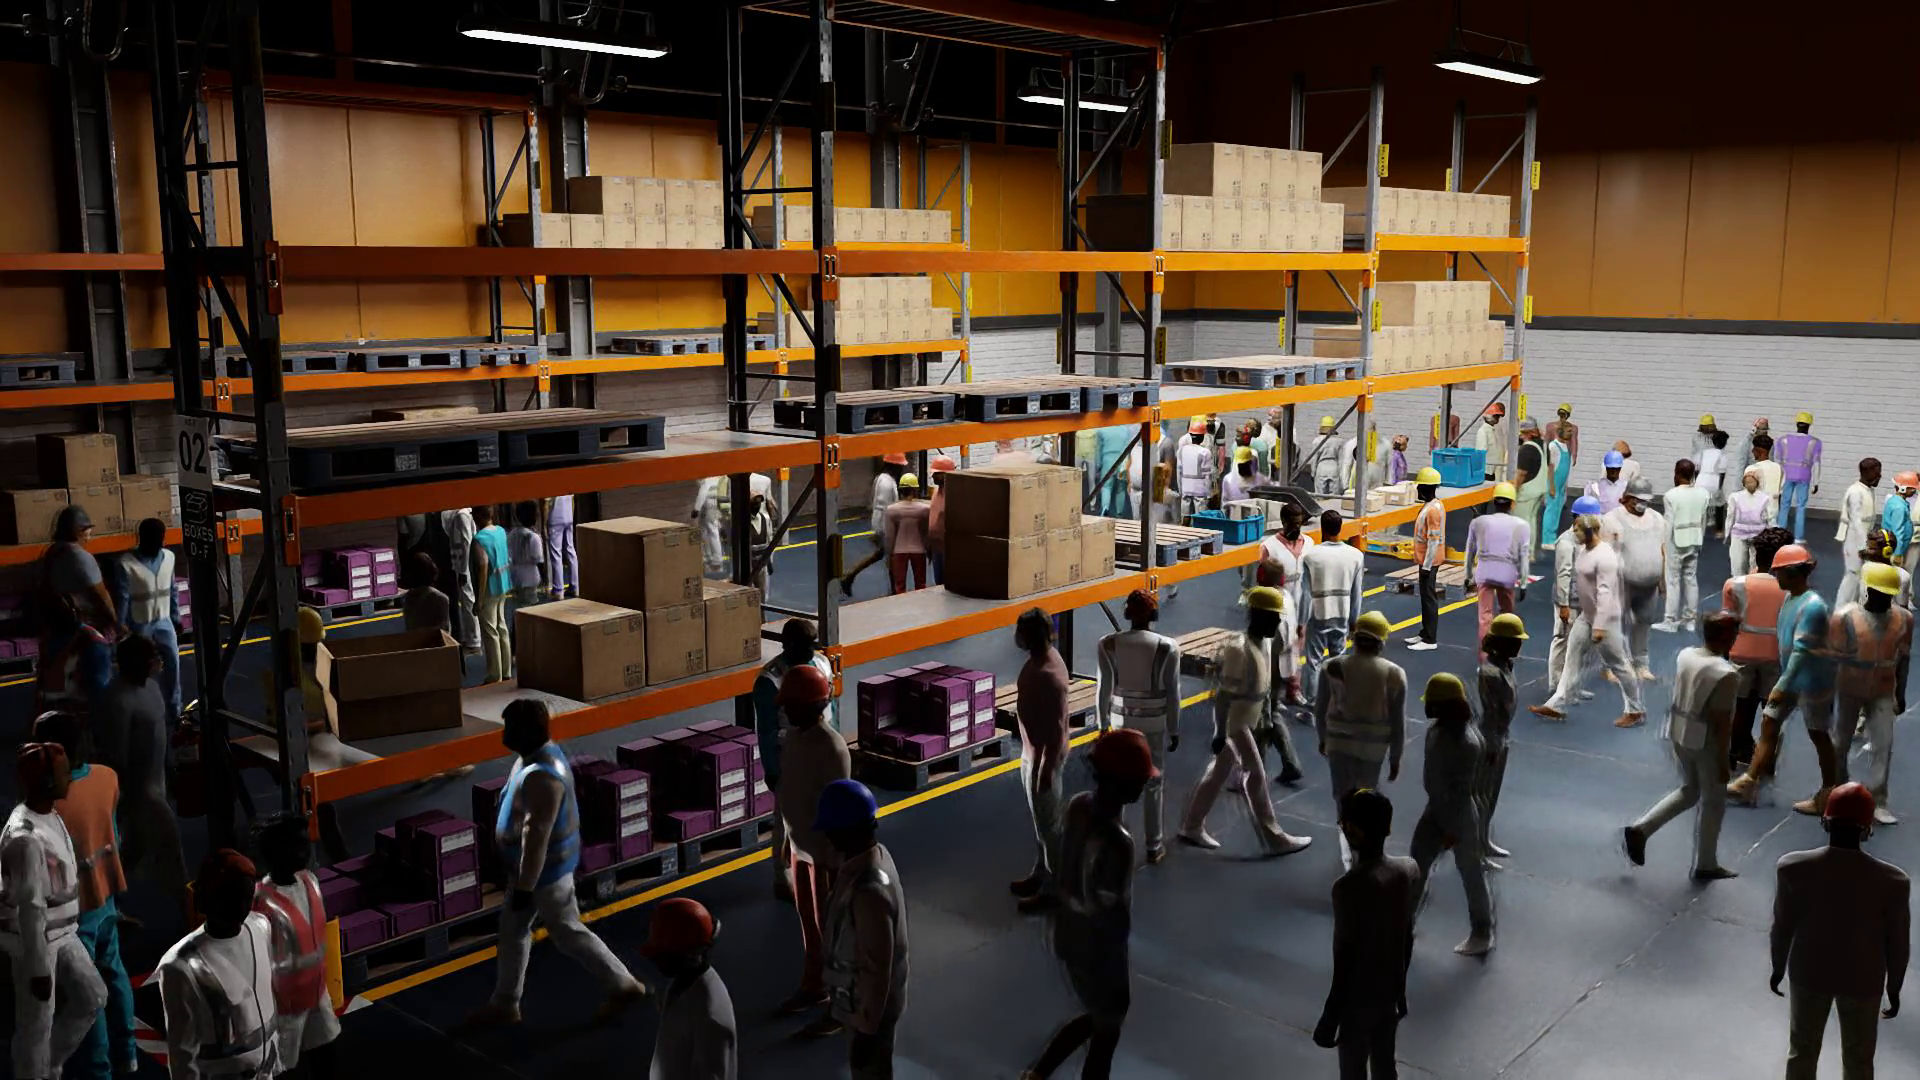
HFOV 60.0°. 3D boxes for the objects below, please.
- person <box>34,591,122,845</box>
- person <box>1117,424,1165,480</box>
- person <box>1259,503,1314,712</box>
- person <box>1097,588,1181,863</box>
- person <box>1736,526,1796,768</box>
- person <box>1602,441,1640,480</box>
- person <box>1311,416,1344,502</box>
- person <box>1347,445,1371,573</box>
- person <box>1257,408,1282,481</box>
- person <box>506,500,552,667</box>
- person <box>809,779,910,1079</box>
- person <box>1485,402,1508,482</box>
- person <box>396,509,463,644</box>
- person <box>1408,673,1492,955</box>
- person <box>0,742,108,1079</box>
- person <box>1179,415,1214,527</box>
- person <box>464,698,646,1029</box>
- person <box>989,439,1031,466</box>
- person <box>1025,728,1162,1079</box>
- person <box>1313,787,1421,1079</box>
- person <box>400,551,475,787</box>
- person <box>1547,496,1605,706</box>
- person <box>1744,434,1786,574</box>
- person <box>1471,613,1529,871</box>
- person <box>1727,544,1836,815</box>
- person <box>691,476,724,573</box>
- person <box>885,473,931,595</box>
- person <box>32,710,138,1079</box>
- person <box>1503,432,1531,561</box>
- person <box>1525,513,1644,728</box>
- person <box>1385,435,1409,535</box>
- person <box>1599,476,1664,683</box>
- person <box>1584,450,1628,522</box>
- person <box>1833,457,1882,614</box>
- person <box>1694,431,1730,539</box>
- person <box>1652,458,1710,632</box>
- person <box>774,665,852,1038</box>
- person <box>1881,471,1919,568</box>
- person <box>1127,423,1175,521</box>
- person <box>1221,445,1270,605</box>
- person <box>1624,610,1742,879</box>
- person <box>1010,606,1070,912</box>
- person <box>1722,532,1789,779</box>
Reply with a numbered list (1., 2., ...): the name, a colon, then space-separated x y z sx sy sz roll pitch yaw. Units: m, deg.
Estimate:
1. person: -6.090 1.250 11.457 0.624 1.835 0.431 5 11 27
2. person: 2.652 -1.027 24.500 0.630 2.007 0.826 7 12 36
3. person: 2.955 0.599 15.120 0.599 1.908 0.396 -6 11 -30
4. person: 1.206 1.254 11.282 0.578 1.880 0.352 3 10 19
5. person: 6.476 0.853 13.413 0.362 1.963 0.613 5 11 27
6. person: 9.142 -0.577 23.037 0.512 1.597 0.756 5 11 27
7. person: 5.560 -1.010 25.226 0.485 1.737 0.321 0 10 -2
8. person: 5.239 -0.421 21.817 0.315 1.698 0.541 1 10 8
9. person: 4.706 -1.040 24.943 0.656 1.893 0.399 -7 12 -37
10. person: -4.302 0.421 16.867 0.803 1.657 0.554 -9 13 -43
11. person: -0.417 1.940 7.012 0.409 1.937 0.602 -1 10 -6
12. person: 9.325 -1.578 28.923 0.284 1.633 0.498 -6 11 -33
13. person: -5.437 0.198 17.106 0.682 2.000 0.535 -5 11 -28
14. person: 2.770 1.612 9.656 0.875 1.697 0.506 -3 10 -19
15. person: -4.216 1.858 7.692 0.428 1.870 0.662 -3 10 -18
16. person: 3.440 -0.917 24.131 0.594 1.919 0.402 -5 11 -26
17. person: -2.149 1.708 8.803 0.904 1.809 0.625 -4 10 -22
18. person: 0.655 -0.478 21.763 0.709 1.847 0.915 -7 12 -37
19. person: 0.576 1.821 7.478 0.628 2.014 0.668 -3 10 -17
20. person: 1.722 1.961 7.107 0.516 1.865 0.329 -7 12 -36
21. person: -4.133 0.997 13.024 0.551 1.807 0.596 4 10 24
22. person: 5.672 0.553 15.320 0.413 1.932 0.605 9 13 43
23. person: 9.858 -0.322 20.483 0.599 1.958 0.398 -4 10 -24
24. person: 3.611 1.343 11.199 0.346 1.735 0.484 5 11 29
25. person: 6.046 1.041 12.210 0.963 1.983 0.648 0 10 3
26. person: -3.316 -0.469 21.643 0.527 1.856 0.625 -3 10 -16
27. person: -0.561 0.151 18.213 0.526 1.765 0.329 0 10 -1
28. person: -4.280 1.766 8.111 0.371 1.915 0.597 1 10 4
29. person: 7.499 -0.613 22.330 0.592 1.915 0.392 -5 11 -27
30. person: 5.555 0.715 14.539 1.003 1.873 0.753 -1 10 -5
31. person: 6.185 -0.684 23.601 0.315 1.631 0.524 5 11 25
32. person: 6.508 0.370 16.077 0.686 2.000 0.537 -2 10 -11
33. person: 7.346 -0.048 18.847 0.602 1.948 0.387 2 10 12
34. person: 9.995 0.031 18.471 0.437 1.911 0.610 9 13 44
35. person: 10.871 -0.788 24.254 0.993 1.625 0.541 -6 11 -30
36. person: 7.942 0.065 18.271 0.595 1.916 0.378 -3 10 -20
37. person: -0.780 1.621 8.788 0.410 1.986 0.619 -6 11 -30
38. person: 10.540 0.084 18.688 0.355 1.739 0.575 4 10 24
39. person: 2.604 -0.794 23.024 0.685 2.000 0.536 5 11 30
40. person: 3.440 -0.212 19.996 0.587 1.899 0.813 4 10 22
41. person: 4.794 1.351 10.887 0.686 1.818 0.589 -1 10 -8
42. person: 0.511 1.362 10.459 0.355 1.936 0.635 -1 10 -5
43. person: 6.304 0.909 13.124 0.598 1.958 0.376 3 10 17
